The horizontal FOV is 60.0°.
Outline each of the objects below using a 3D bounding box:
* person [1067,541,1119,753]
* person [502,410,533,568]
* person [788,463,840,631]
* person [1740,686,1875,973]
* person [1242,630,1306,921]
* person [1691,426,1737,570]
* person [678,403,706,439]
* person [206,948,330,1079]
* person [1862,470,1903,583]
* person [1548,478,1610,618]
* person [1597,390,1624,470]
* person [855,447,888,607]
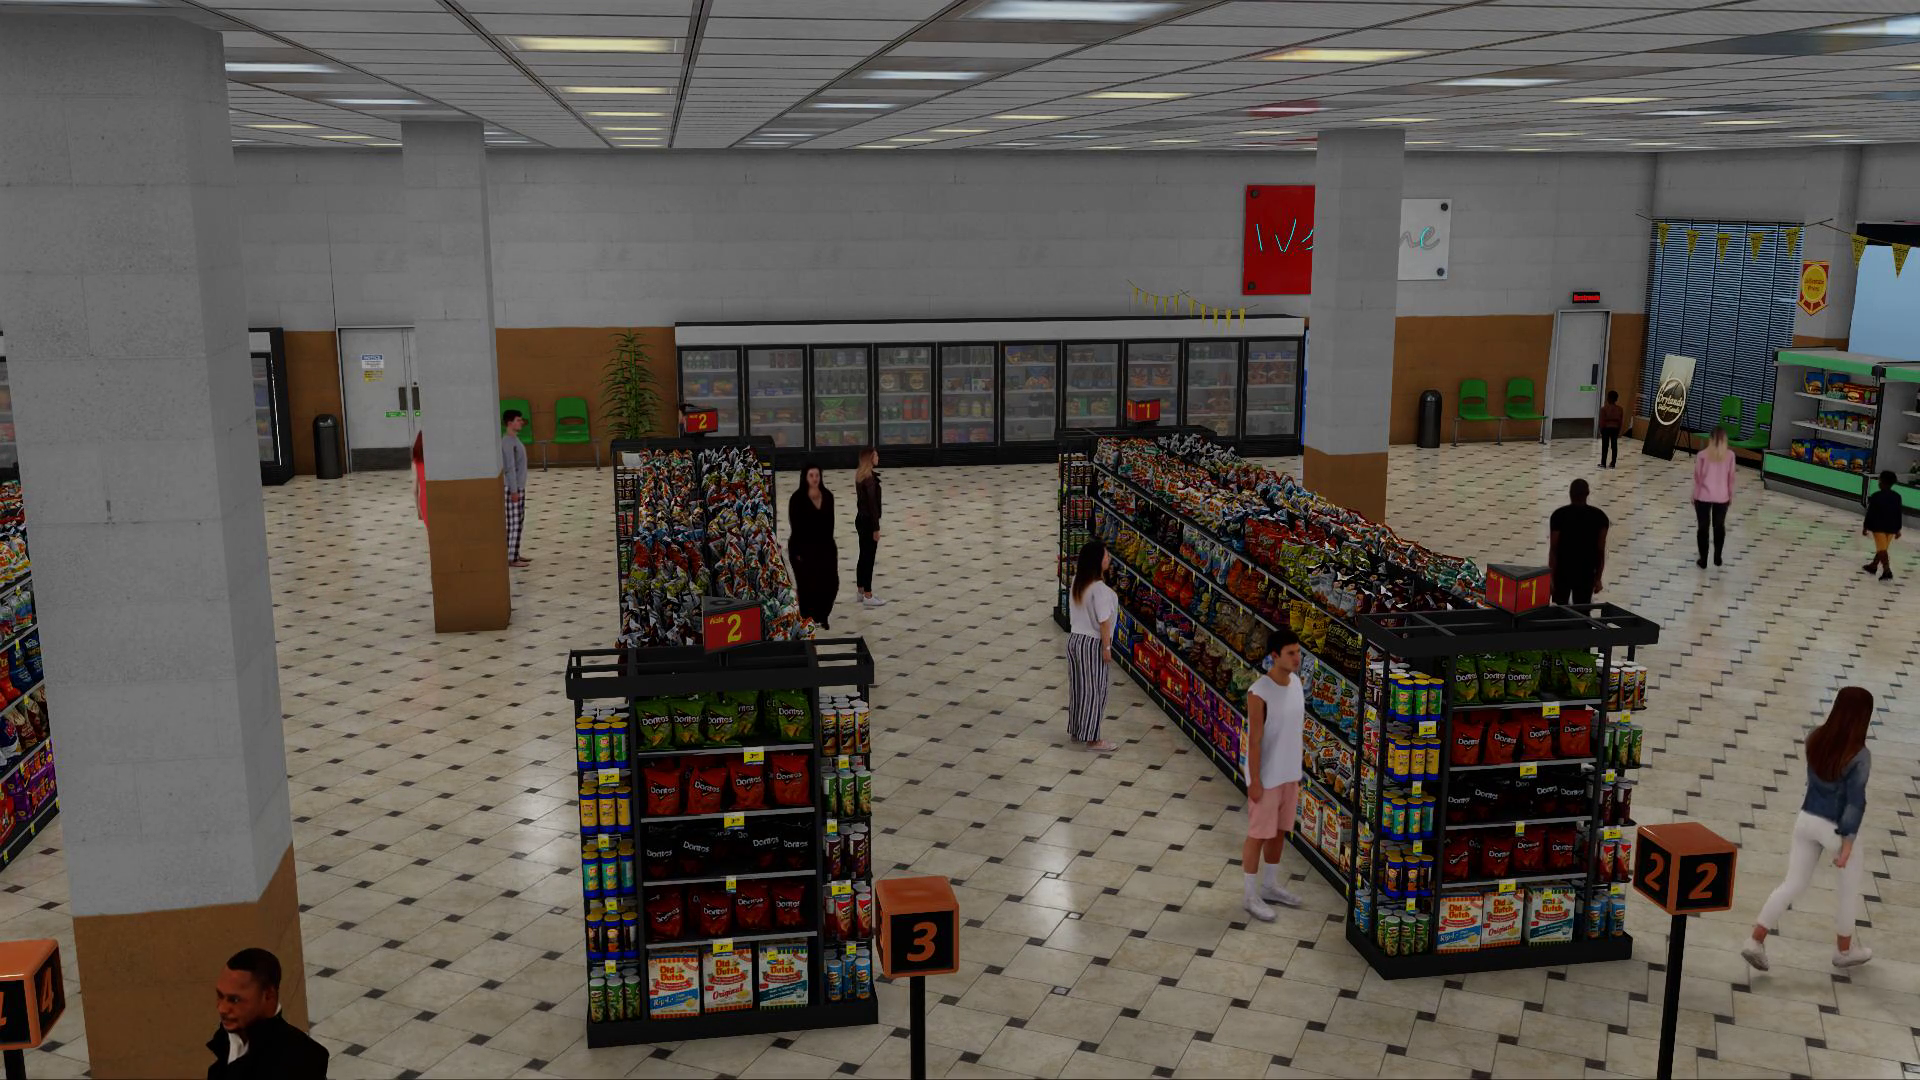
[{"bbox_3d":[1.036,0.824,13.173,0.798,1.680,0.640,-5,13,-24],"label":"person"},{"bbox_3d":[-5.276,-0.625,19.649,0.702,1.847,0.500,-1,12,-4],"label":"person"},{"bbox_3d":[-1.509,0.088,16.512,0.754,1.745,0.779,-6,13,-27],"label":"person"},{"bbox_3d":[4.760,1.650,9.281,0.838,1.666,1.108,-5,13,-23],"label":"person"},{"bbox_3d":[1.913,1.403,10.163,0.726,1.787,0.746,-11,16,-42],"label":"person"},{"bbox_3d":[8.770,-0.478,19.362,0.716,1.678,0.774,3,12,12],"label":"person"},{"bbox_3d":[-3.103,-0.686,19.918,0.991,1.856,1.146,1,12,7],"label":"person"},{"bbox_3d":[-2.284,2.289,5.770,1.210,1.864,1.278,8,14,33],"label":"person"},{"bbox_3d":[10.460,-0.131,18.769,0.584,1.243,0.909,-1,12,-3],"label":"person"},{"bbox_3d":[5.574,0.393,15.068,0.984,1.742,1.342,2,12,11],"label":"person"},{"bbox_3d":[10.350,-1.759,26.473,0.556,1.255,0.530,0,12,0],"label":"person"},{"bbox_3d":[-0.992,-0.157,17.777,0.696,1.703,0.493,-4,13,-19],"label":"person"}]
